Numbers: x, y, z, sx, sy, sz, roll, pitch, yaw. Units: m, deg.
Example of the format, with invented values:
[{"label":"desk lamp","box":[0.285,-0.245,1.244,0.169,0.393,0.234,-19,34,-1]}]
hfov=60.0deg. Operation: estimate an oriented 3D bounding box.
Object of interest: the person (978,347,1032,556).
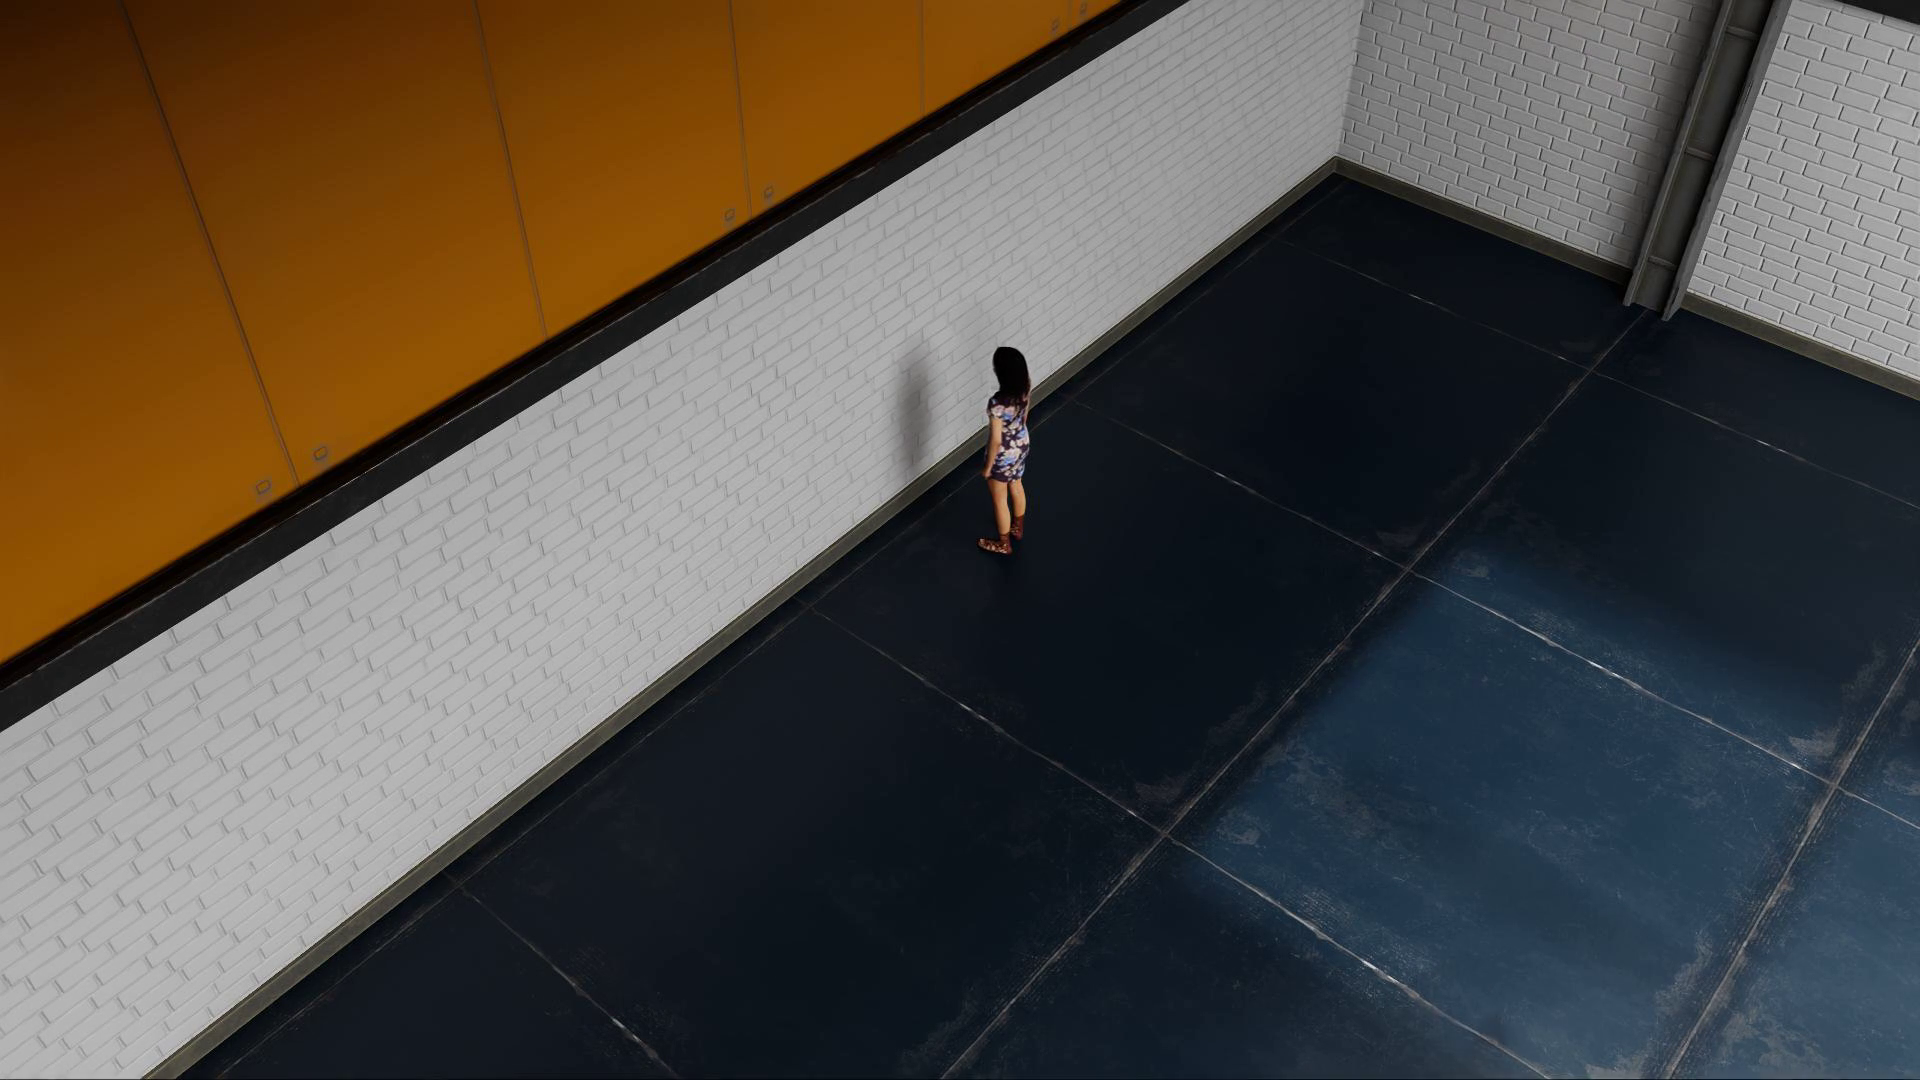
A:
[{"label":"person","box":[0.321,-0.611,11.398,0.539,1.738,0.604,26,49,24]}]
